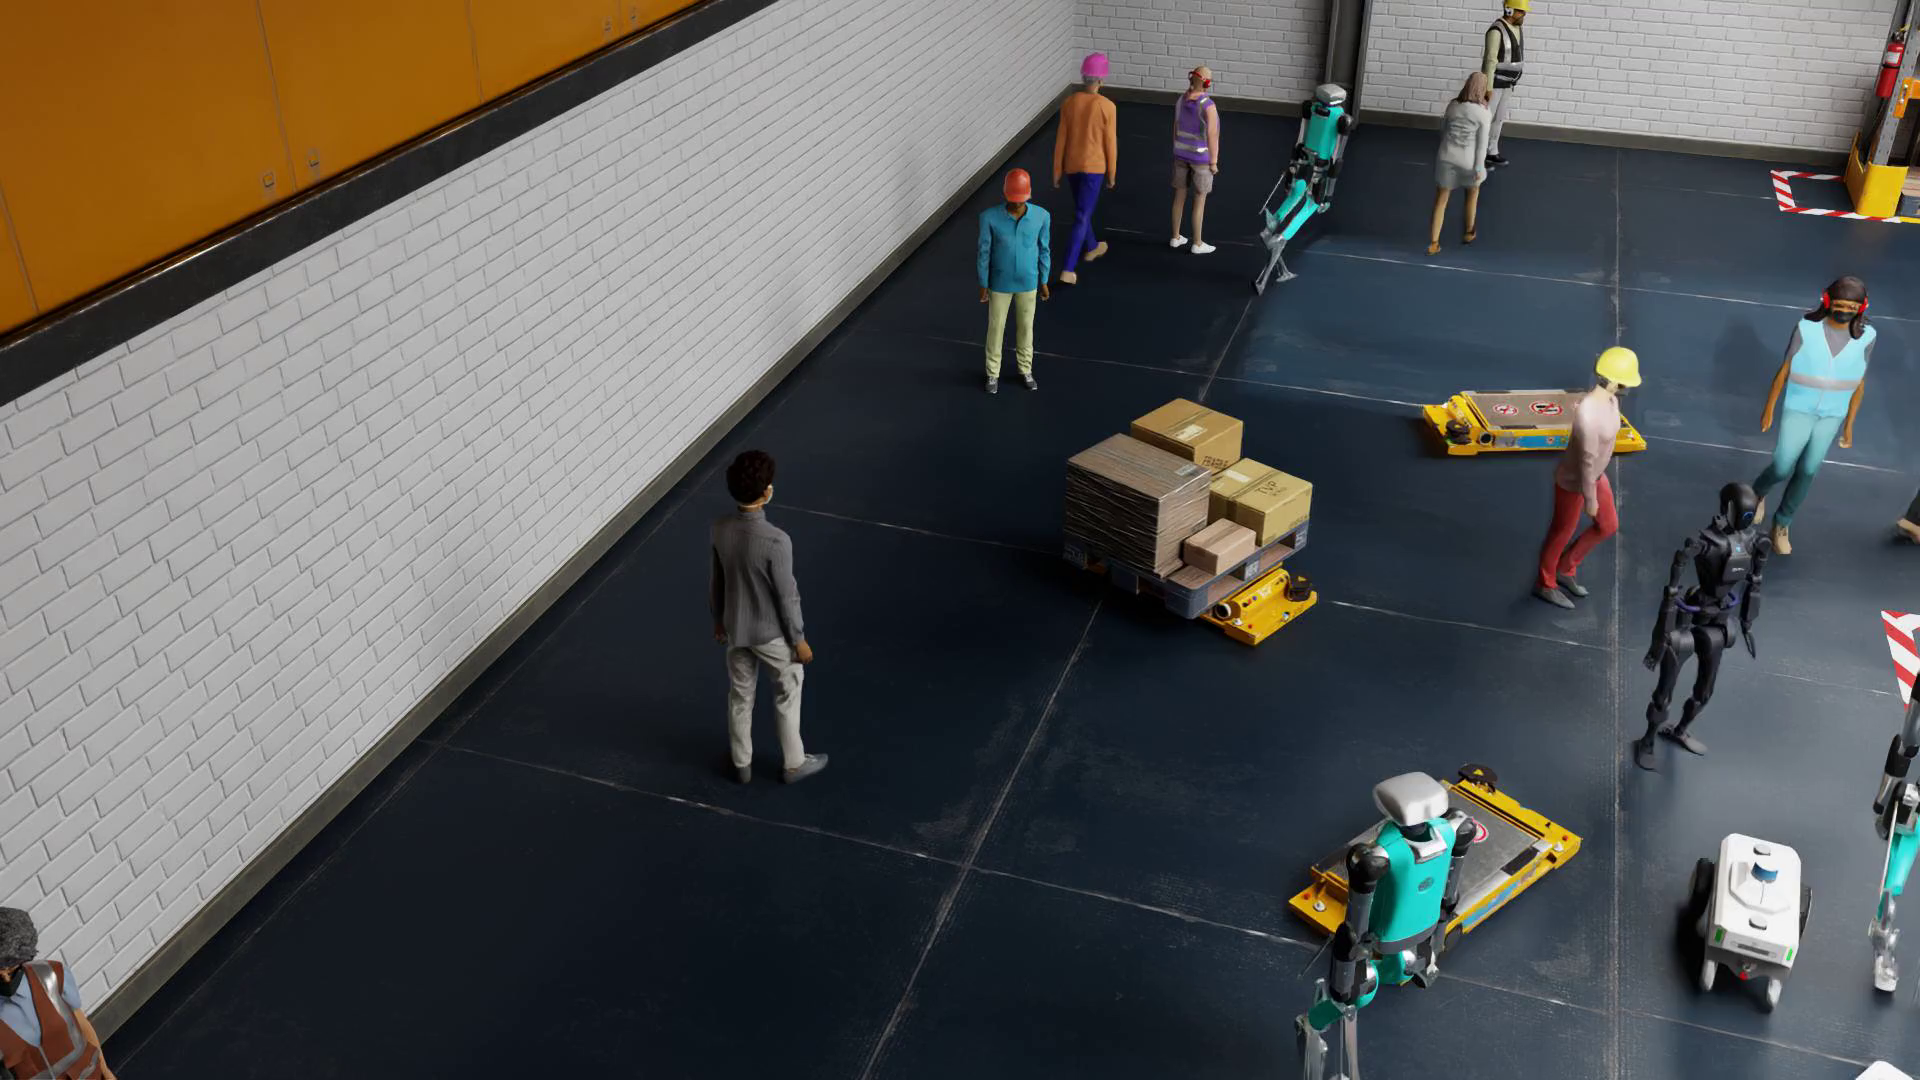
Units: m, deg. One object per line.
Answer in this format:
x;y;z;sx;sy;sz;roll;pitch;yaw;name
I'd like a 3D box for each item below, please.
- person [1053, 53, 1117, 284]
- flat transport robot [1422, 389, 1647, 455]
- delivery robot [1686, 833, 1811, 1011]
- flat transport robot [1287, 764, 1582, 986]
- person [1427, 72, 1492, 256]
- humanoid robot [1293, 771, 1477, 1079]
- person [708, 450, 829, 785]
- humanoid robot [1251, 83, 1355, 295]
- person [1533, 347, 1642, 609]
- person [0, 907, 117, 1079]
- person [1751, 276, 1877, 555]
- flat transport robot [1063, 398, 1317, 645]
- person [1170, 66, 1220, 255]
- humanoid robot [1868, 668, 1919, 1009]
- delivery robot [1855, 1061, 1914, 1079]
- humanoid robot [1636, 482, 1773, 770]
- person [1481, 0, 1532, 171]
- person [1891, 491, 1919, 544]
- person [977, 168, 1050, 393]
1.082;-3.251;14.522;0.519;1.933;1.050;16;34;26;person
4.162;-0.852;12.075;1.431;0.231;0.659;-1;30;-2;flat transport robot
3.577;1.673;7.515;0.499;0.613;0.797;13;33;21;delivery robot
2.292;1.567;7.959;1.431;0.231;0.659;-23;37;-34;flat transport robot
4.574;-3.445;15.143;0.487;1.622;0.824;18;35;27;person
1.551;1.596;6.518;0.541;1.863;0.657;-14;33;-22;humanoid robot
-0.997;0.423;8.318;0.566;1.884;0.469;17;35;27;person
2.836;-2.936;14.253;0.870;1.844;0.577;-20;36;-30;humanoid robot
3.679;-0.343;9.750;0.424;1.746;0.527;23;37;33;person
-3.224;1.969;5.882;0.315;1.680;0.424;22;37;32;person
5.317;-0.787;10.407;0.497;1.852;0.474;6;31;11;person
1.428;0.187;10.307;1.431;0.231;0.659;26;39;37;flat transport robot
2.121;-3.431;15.058;0.347;1.690;0.481;-25;39;-36;person
4.101;1.324;7.017;0.530;1.887;0.663;18;35;27;humanoid robot
3.737;2.379;6.314;0.499;0.613;0.807;-21;36;-31;delivery robot
3.791;0.428;8.508;0.599;1.652;0.373;-6;31;-10;humanoid robot
5.583;-4.745;17.168;0.403;1.825;0.589;25;39;36;person
6.495;-0.777;10.437;0.916;1.806;0.504;-10;32;-16;person
0.407;-1.942;12.472;0.562;1.742;0.336;-4;31;-8;person
